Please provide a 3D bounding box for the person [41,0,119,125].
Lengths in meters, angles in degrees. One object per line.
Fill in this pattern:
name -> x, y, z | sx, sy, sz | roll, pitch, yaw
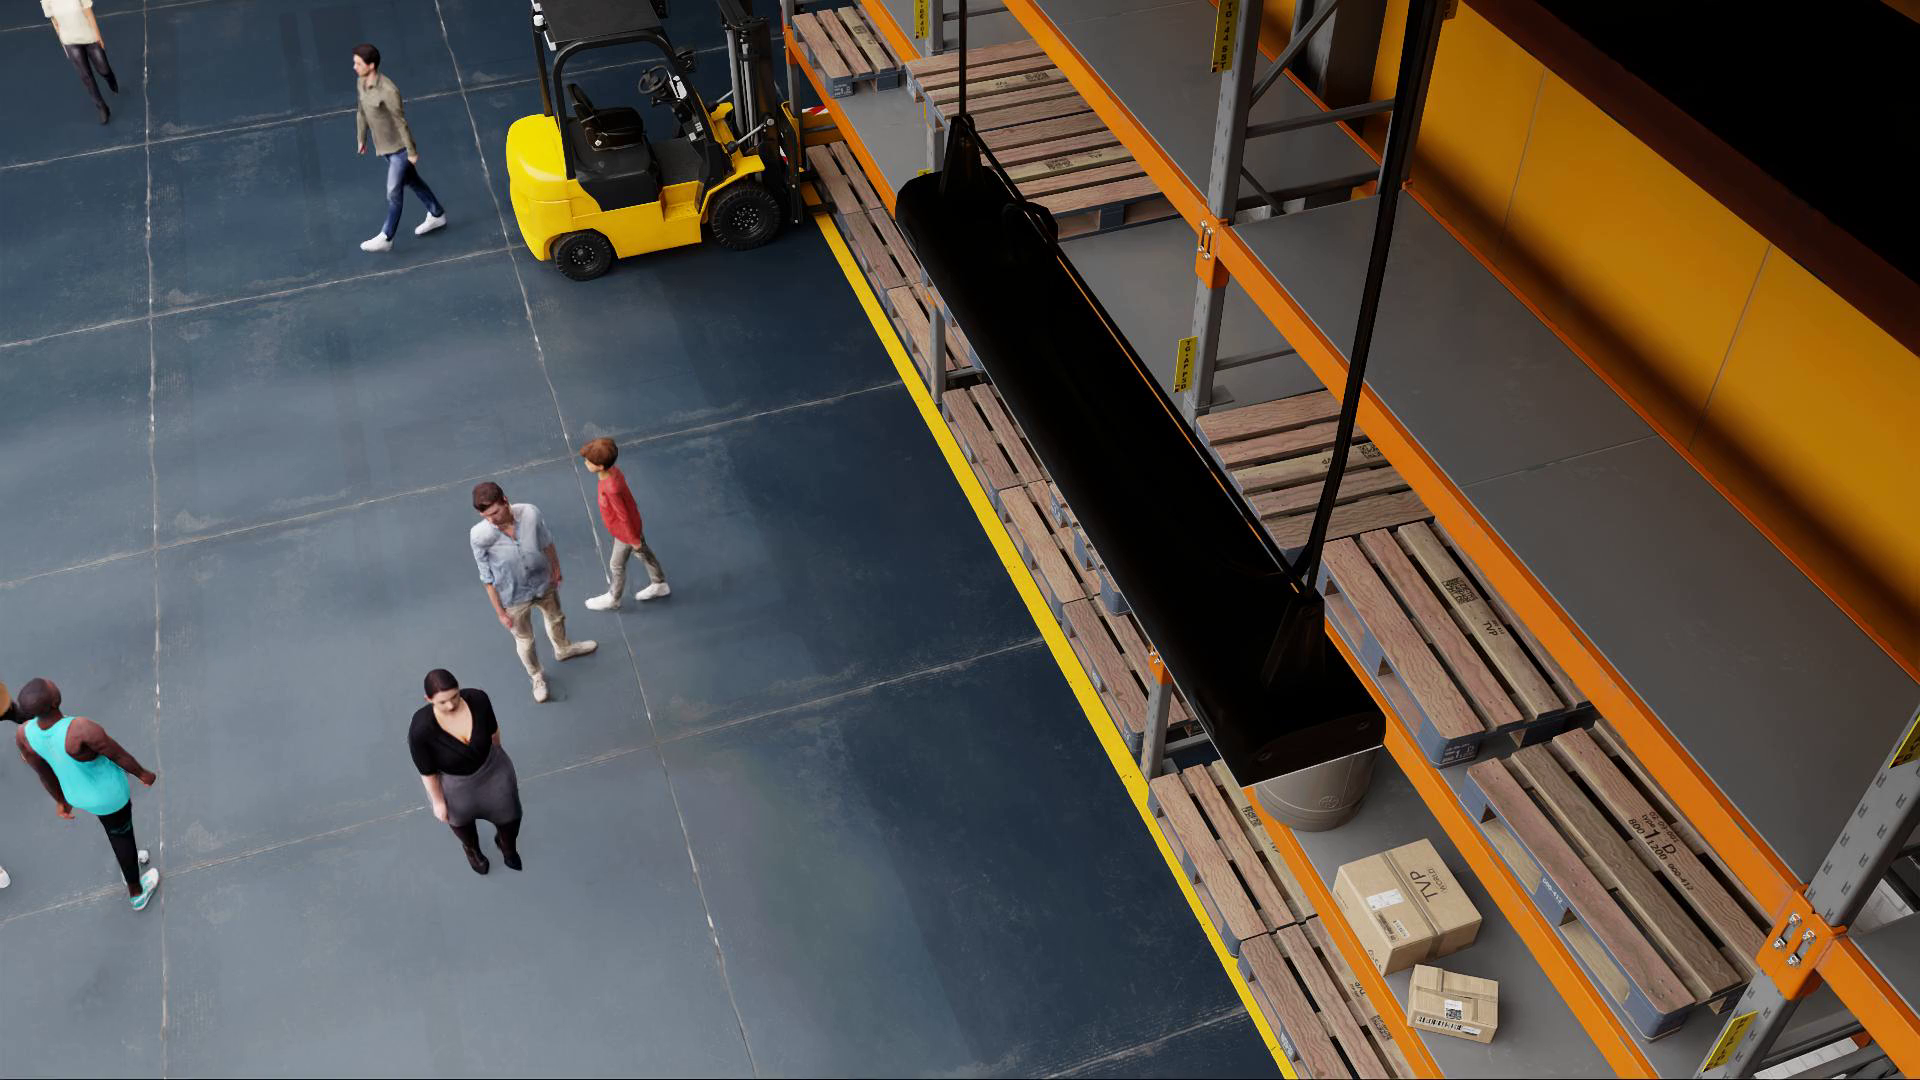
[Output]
person -> -8.386, -4.797, 15.910 | 0.624, 1.577, 0.786 | -10, 45, -11

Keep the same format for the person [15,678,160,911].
person -> -4.806, 1.463, 9.180 | 0.738, 1.795, 0.778 | 4, 44, 4

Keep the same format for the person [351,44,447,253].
person -> -4.766, -3.400, 14.264 | 1.066, 1.825, 1.158 | -34, 53, -30

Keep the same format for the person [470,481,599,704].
person -> -2.699, 0.253, 10.427 | 0.776, 1.828, 0.899 | 26, 50, 25

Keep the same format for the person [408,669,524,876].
person -> -2.835, 1.285, 9.407 | 0.741, 1.740, 0.744 | -26, 49, -24

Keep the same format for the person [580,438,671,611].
person -> -2.167, -0.102, 11.118 | 0.667, 1.389, 0.772 | -10, 44, -10
